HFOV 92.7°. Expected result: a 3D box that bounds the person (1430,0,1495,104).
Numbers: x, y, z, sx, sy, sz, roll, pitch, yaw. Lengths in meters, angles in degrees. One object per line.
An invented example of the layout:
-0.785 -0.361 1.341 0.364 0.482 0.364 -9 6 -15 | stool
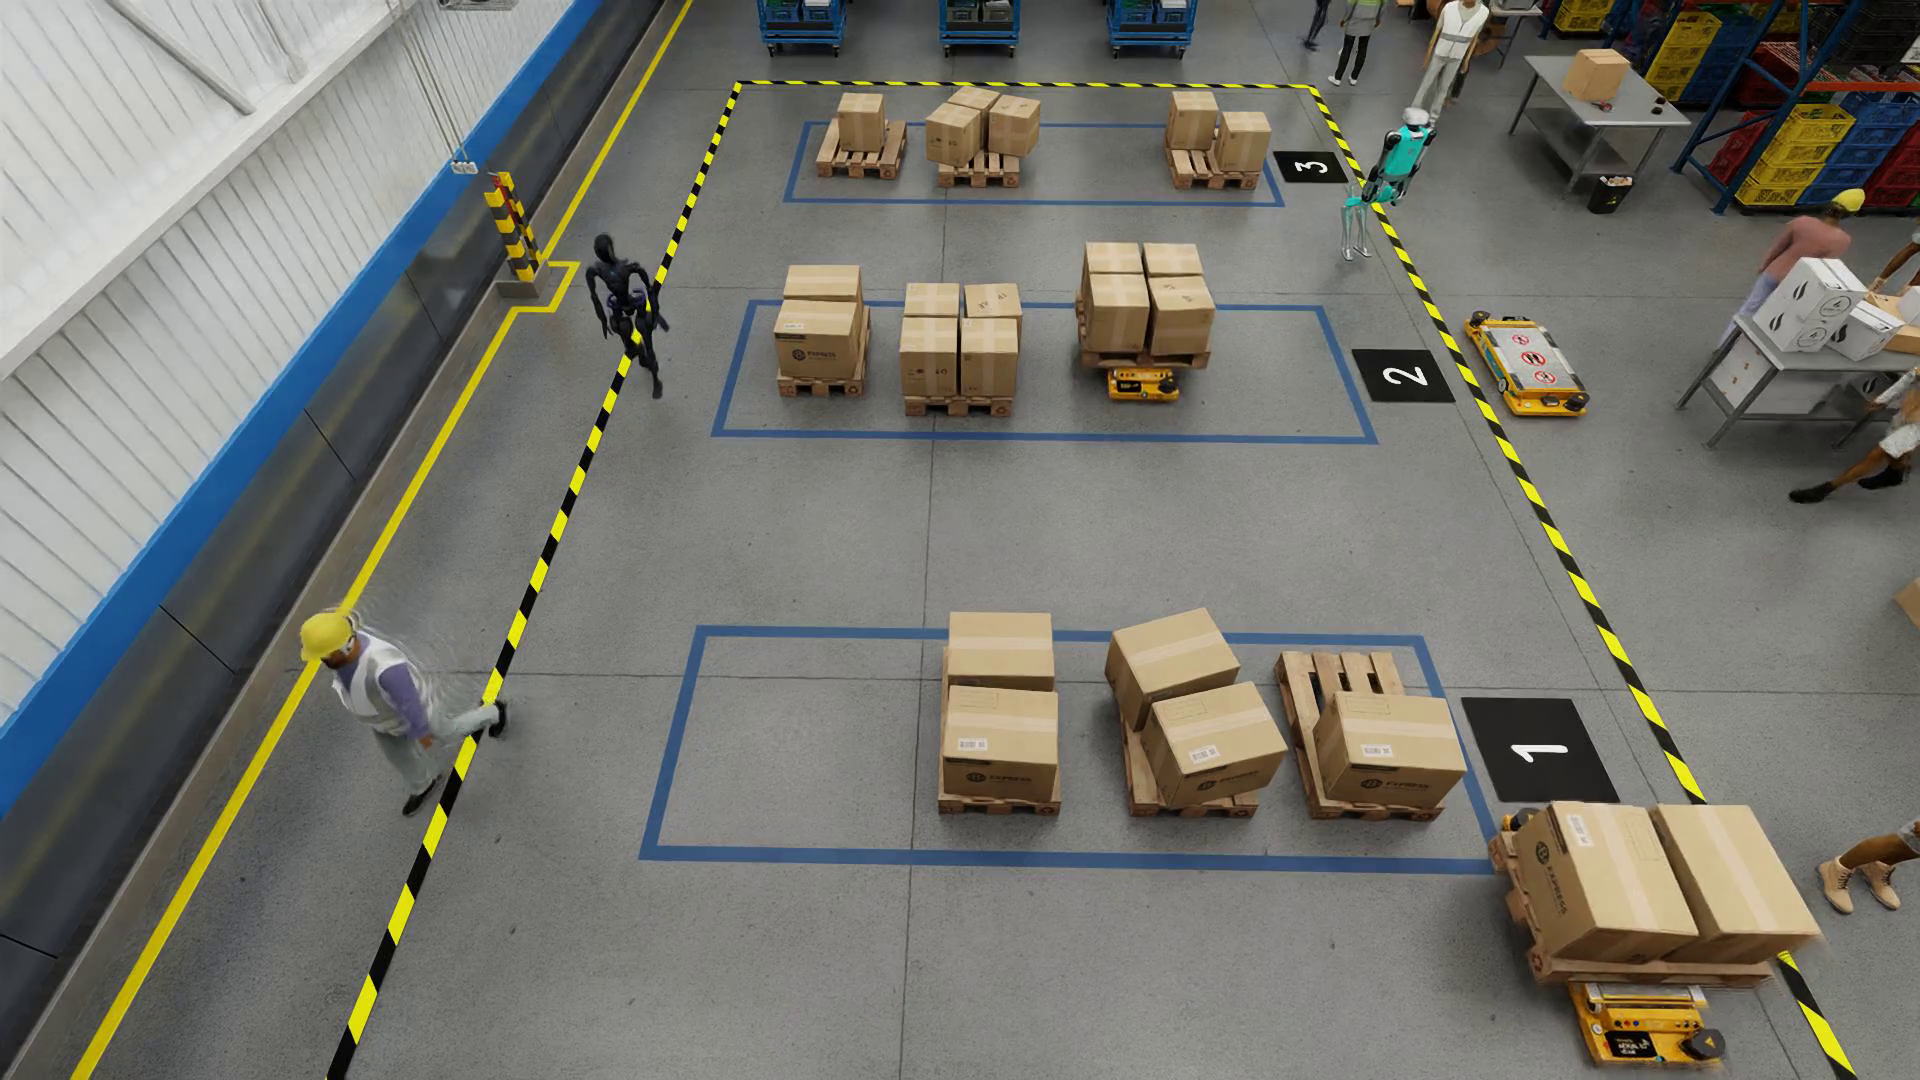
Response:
6.885 -6.918 12.493 0.540 1.819 0.491 -12 50 -10 | person

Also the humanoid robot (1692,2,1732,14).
11.000 -7.877 13.426 0.706 1.867 0.548 24 53 19 | humanoid robot

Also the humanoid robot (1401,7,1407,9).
7.316 -9.495 14.812 0.999 1.780 0.530 -8 50 -7 | humanoid robot

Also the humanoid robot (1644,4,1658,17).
10.026 -7.601 13.052 0.735 1.677 0.533 26 54 21 | humanoid robot

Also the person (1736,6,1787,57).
12.096 -8.060 13.465 0.528 1.857 0.358 3 49 3 | person

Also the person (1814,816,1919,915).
5.650 1.544 5.026 0.615 2.039 0.381 -2 49 -2 | person

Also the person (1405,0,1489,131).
6.354 -6.287 11.937 0.563 1.837 0.389 11 50 9 | person

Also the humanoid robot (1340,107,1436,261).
4.462 -3.850 9.806 0.533 1.677 0.735 -11 50 -9 | humanoid robot

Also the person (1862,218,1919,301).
10.021 -3.226 9.153 0.606 2.044 0.388 30 56 24 | person

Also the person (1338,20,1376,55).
6.088 -8.084 13.554 0.492 1.743 0.296 21 52 17 | person

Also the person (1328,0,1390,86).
5.653 -7.360 12.857 0.588 1.852 0.371 -1 49 -1 | person

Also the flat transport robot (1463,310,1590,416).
5.573 -1.757 9.054 0.659 0.231 1.431 1 49 1 | flat transport robot

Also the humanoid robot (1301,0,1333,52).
5.498 -8.289 13.775 0.326 1.655 0.601 9 50 7 | humanoid robot

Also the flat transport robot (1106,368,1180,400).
1.776 -1.949 9.201 0.652 0.197 1.431 1 49 1 | flat transport robot

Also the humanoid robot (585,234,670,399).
-3.020 -2.116 8.444 0.609 1.641 0.571 -8 50 -7 | humanoid robot

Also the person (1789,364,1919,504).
7.770 -1.022 7.357 1.025 1.881 0.552 -3 49 -2 | person

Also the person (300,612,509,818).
-3.436 0.975 5.678 0.585 1.794 0.835 16 51 13 | person

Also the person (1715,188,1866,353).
7.939 -2.527 8.736 0.624 1.743 0.550 -22 53 -18 | person

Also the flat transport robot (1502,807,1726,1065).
3.879 2.321 5.506 0.652 0.197 1.431 1 49 1 | flat transport robot

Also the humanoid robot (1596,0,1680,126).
8.874 -6.249 12.013 0.458 1.642 0.592 30 56 24 | humanoid robot

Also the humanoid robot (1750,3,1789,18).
12.212 -8.120 13.634 0.588 1.648 0.358 32 56 25 | humanoid robot
